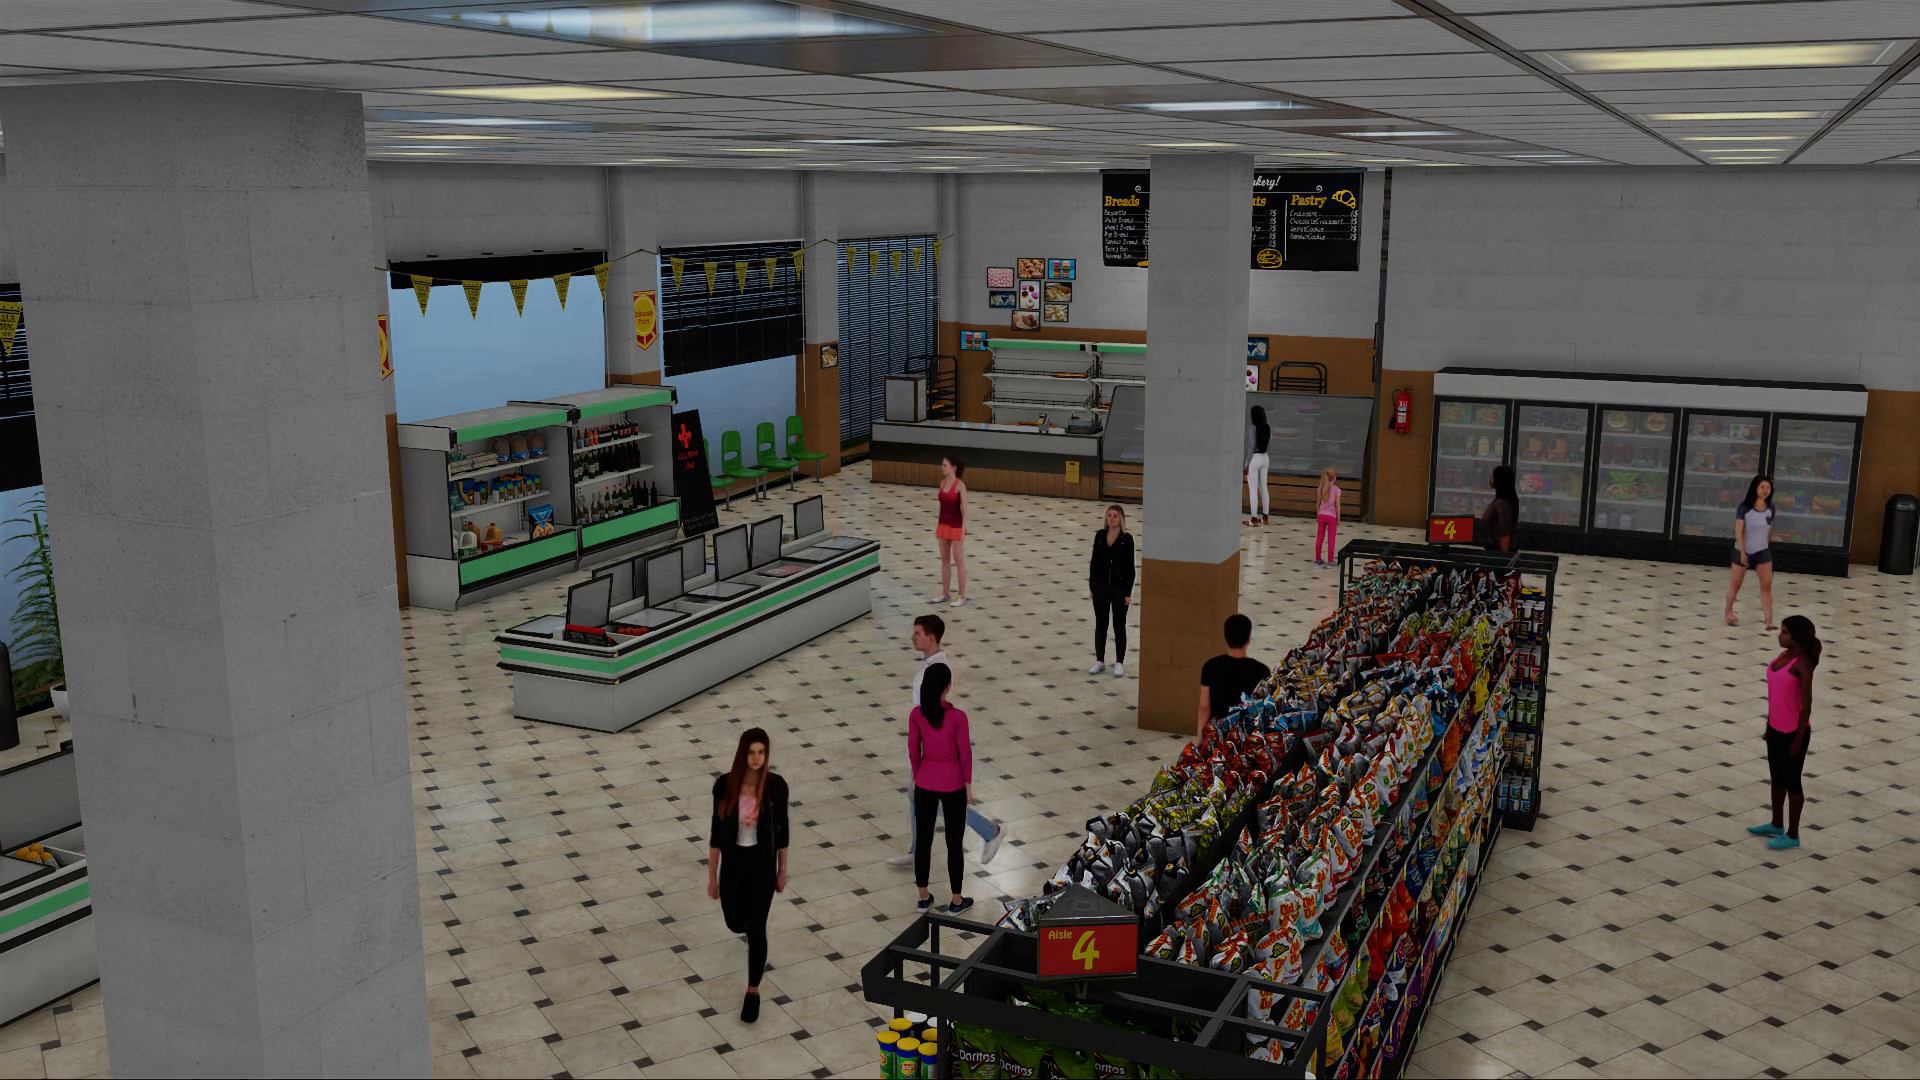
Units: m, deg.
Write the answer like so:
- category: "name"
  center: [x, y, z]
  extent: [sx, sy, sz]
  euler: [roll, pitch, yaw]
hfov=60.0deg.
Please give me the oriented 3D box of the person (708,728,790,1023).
- category: "person"
  center: [-1.213, 1.886, 9.694]
  extent: [0.862, 1.687, 1.079]
  euler: [1, 12, 3]

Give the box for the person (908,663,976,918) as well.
- category: "person"
  center: [-0.134, 1.625, 10.908]
  extent: [0.599, 1.698, 0.589]
  euler: [4, 13, 19]

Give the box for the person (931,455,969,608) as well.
- category: "person"
  center: [-0.091, -0.124, 19.085]
  extent: [0.628, 1.750, 0.625]
  euler: [11, 16, 43]

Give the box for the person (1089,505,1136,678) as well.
- category: "person"
  center: [1.493, 0.491, 16.326]
  extent: [0.611, 1.685, 0.536]
  euler: [5, 13, 21]

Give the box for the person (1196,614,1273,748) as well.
- category: "person"
  center: [1.858, 1.460, 11.412]
  extent: [0.781, 1.814, 1.238]
  euler: [4, 13, 19]

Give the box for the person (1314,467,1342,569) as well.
- category: "person"
  center: [4.655, -0.294, 21.060]
  extent: [0.522, 1.270, 0.540]
  euler: [9, 15, 38]

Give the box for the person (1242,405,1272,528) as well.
- category: "person"
  center: [4.225, -1.064, 23.617]
  extent: [0.607, 1.722, 0.727]
  euler: [-8, 14, -35]

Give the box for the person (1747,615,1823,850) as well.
- category: "person"
  center: [5.995, 1.378, 12.021]
  extent: [0.711, 1.723, 0.612]
  euler: [0, 12, -1]

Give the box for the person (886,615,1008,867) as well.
- category: "person"
  center: [-0.074, 1.431, 11.519]
  extent: [1.073, 1.826, 1.110]
  euler: [-2, 12, -9]

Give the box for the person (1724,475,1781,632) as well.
- category: "person"
  center: [8.557, 0.136, 18.068]
  extent: [0.940, 1.661, 1.176]
  euler: [0, 12, -2]
